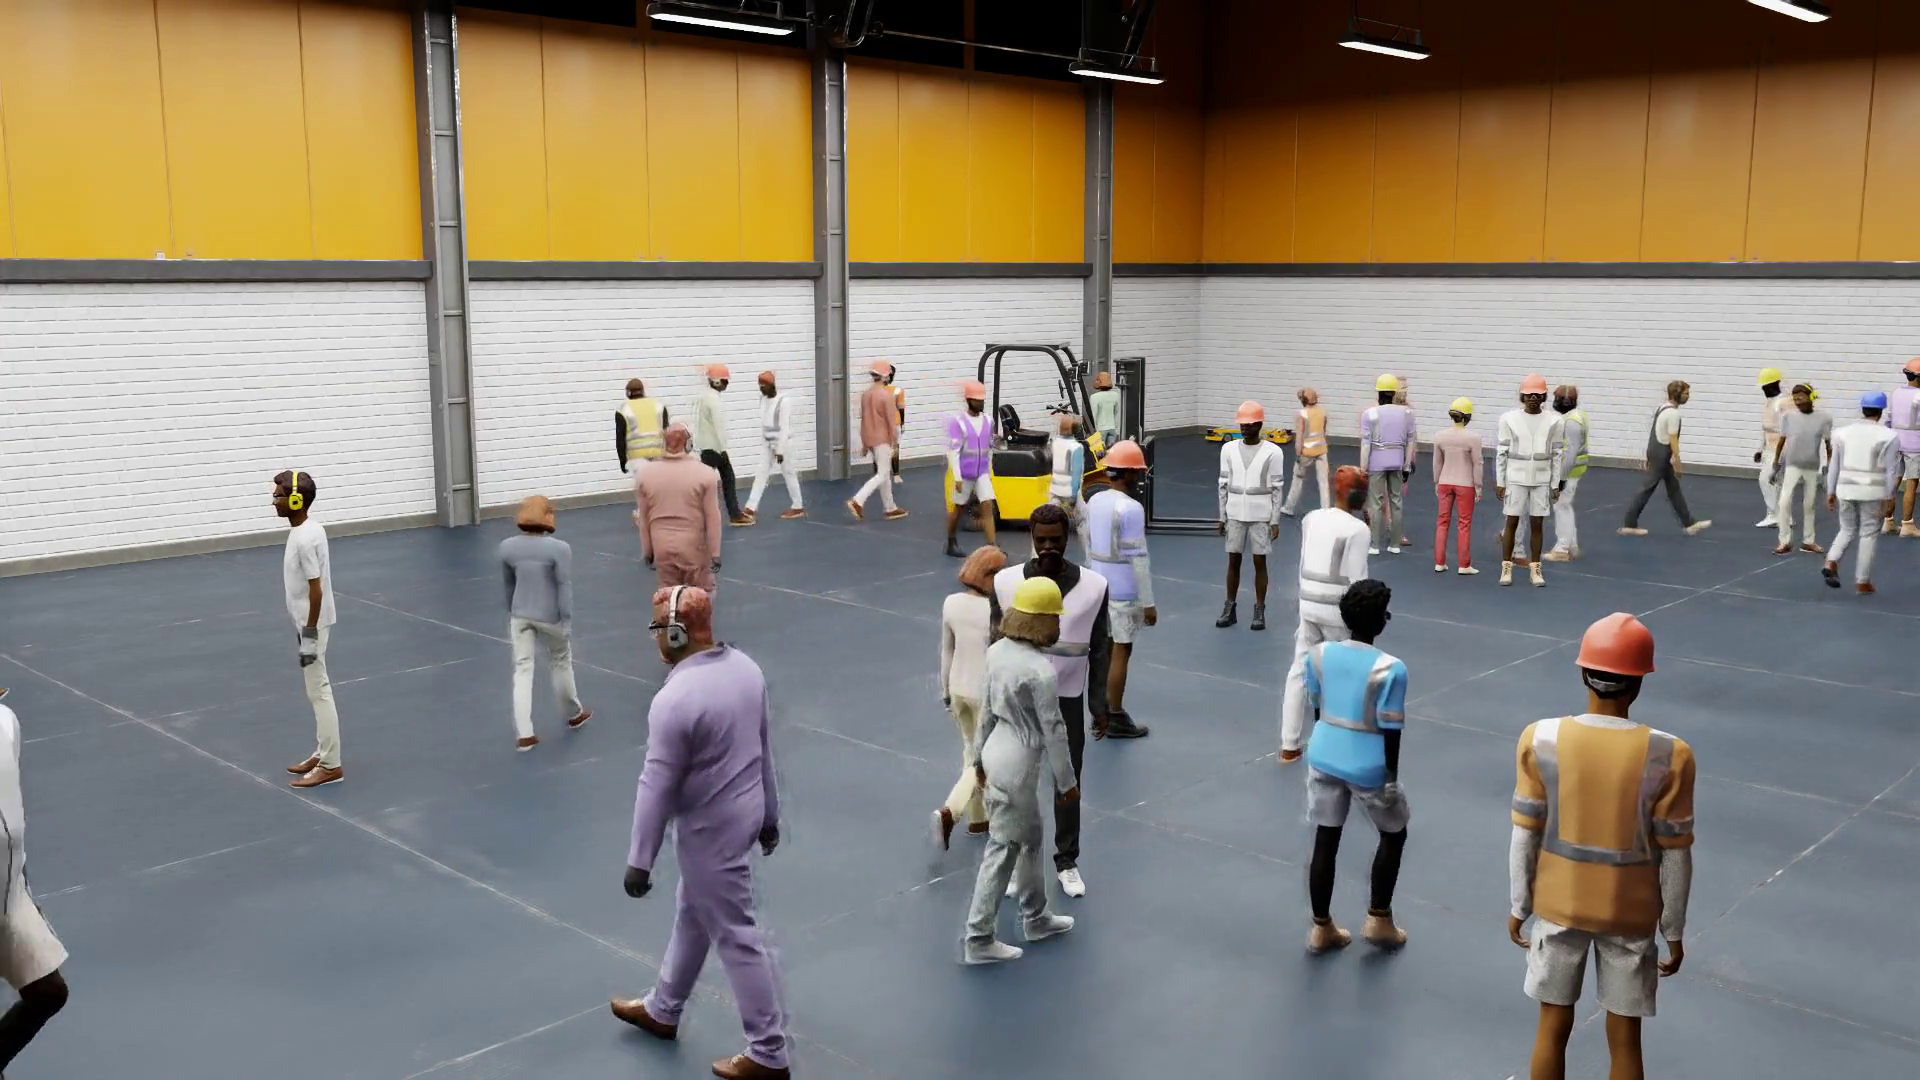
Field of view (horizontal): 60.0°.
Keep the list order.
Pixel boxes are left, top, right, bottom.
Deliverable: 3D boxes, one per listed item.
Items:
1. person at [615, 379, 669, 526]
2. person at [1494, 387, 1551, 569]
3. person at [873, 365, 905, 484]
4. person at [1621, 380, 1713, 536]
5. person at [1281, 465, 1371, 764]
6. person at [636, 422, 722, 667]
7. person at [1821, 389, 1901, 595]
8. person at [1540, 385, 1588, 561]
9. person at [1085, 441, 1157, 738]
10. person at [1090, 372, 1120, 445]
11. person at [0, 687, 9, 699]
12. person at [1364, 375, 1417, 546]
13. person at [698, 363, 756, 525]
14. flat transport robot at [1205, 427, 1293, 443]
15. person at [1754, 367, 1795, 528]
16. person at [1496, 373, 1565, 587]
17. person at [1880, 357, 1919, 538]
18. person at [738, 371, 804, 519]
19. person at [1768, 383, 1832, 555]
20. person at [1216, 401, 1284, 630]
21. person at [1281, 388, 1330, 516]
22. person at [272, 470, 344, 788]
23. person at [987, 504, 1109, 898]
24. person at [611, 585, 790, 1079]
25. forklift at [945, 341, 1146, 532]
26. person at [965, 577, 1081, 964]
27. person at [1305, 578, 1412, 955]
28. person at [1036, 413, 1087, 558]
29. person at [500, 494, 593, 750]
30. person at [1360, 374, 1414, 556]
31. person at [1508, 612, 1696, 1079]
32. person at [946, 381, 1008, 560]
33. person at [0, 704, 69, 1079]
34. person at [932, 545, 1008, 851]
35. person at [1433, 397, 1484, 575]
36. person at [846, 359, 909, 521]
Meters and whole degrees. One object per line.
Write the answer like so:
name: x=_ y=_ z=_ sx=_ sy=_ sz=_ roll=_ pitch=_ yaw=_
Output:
person: x=-3.648 y=-0.967 z=19.199 sx=0.697 sy=1.763 sz=0.994 roll=-7 pitch=11 yaw=-35
person: x=5.739 y=-0.672 z=16.935 sx=0.673 sy=1.918 sz=0.544 roll=-6 pitch=11 yaw=-34
person: x=-1.019 y=-1.631 z=23.511 sx=0.529 sy=1.690 sz=0.320 roll=3 pitch=10 yaw=16
person: x=8.008 y=-0.908 z=18.767 sx=1.003 sy=1.783 sz=0.523 roll=2 pitch=10 yaw=13
person: x=2.273 y=0.468 z=10.181 sx=0.653 sy=1.856 sz=0.594 roll=-6 pitch=11 yaw=-32
person: x=-2.104 y=0.059 z=12.503 sx=0.666 sy=1.891 sz=0.482 roll=2 pitch=9 yaw=11
person: x=8.370 y=-0.436 z=15.457 sx=0.574 sy=1.930 sz=0.602 roll=-6 pitch=11 yaw=-32
person: x=6.288 y=-0.688 z=17.314 sx=0.431 sy=1.832 sz=0.656 roll=3 pitch=10 yaw=17
person: x=1.058 y=0.320 z=10.806 sx=0.412 sy=1.928 sz=0.570 roll=-5 pitch=11 yaw=-28
person: x=1.963 y=-1.479 z=22.741 sx=0.497 sy=1.633 sz=0.284 roll=-7 pitch=11 yaw=-35
person: x=-6.890 y=0.348 z=10.980 sx=0.947 sy=1.813 sz=0.522 roll=-6 pitch=11 yaw=-31
person: x=4.785 y=-0.908 z=18.491 sx=0.655 sy=1.881 sz=0.822 roll=-6 pitch=11 yaw=-31
person: x=-2.952 y=-1.095 z=19.449 sx=1.001 sy=1.955 sz=0.607 roll=-2 pitch=9 yaw=-11
flat transport robot: x=5.087 y=-1.861 z=29.247 sx=1.431 sy=0.197 sz=0.652 roll=3 pitch=10 yaw=20
person: x=9.532 y=-1.073 z=19.479 sx=0.606 sy=1.878 sz=0.617 roll=1 pitch=9 yaw=8
person: x=5.438 y=-0.568 z=15.899 sx=0.607 sy=2.044 sz=0.375 roll=2 pitch=9 yaw=10
person: x=10.781 y=-1.051 z=18.862 sx=0.387 sy=2.041 sz=0.615 roll=-3 pitch=10 yaw=-16
person: x=-2.284 y=-1.128 z=20.025 sx=0.654 sy=1.813 sz=1.013 roll=9 pitch=13 yaw=44
person: x=8.921 y=-0.738 z=17.601 sx=0.626 sy=1.826 sz=0.623 roll=5 pitch=10 yaw=27
person: x=2.432 y=-0.206 z=14.002 sx=0.547 sy=1.939 sz=0.376 roll=4 pitch=10 yaw=26
person: x=4.208 y=-1.040 z=20.116 sx=0.542 sy=1.591 sz=0.836 roll=-5 pitch=10 yaw=-26
person: x=-3.840 y=0.520 z=9.769 sx=0.334 sy=1.869 sz=0.521 roll=-3 pitch=10 yaw=-20
person: x=0.425 y=0.772 z=8.067 sx=0.588 sy=1.920 sz=0.392 roll=0 pitch=9 yaw=0
person: x=-1.035 y=1.094 z=6.271 sx=0.949 sy=1.857 sz=0.662 roll=3 pitch=10 yaw=17
forklift: x=0.977 y=-1.223 z=19.452 sx=2.313 sy=2.155 sz=1.214 roll=2 pitch=9 yaw=11
person: x=0.330 y=1.002 z=7.270 sx=0.734 sy=1.708 sz=0.506 roll=-4 pitch=10 yaw=-23
person: x=1.775 y=0.997 z=7.380 sx=0.561 sy=1.676 sz=0.534 roll=-9 pitch=13 yaw=-43
person: x=1.102 y=-0.476 z=16.714 sx=0.874 sy=1.592 sz=0.518 roll=-7 pitch=11 yaw=-35
person: x=-2.677 y=0.500 z=10.701 sx=0.515 sy=1.592 sz=0.813 roll=2 pitch=9 yaw=12
person: x=4.501 y=-0.793 z=17.628 sx=0.587 sy=1.930 sz=0.360 roll=-2 pitch=9 yaw=-12
person: x=2.082 y=1.192 z=5.434 sx=0.553 sy=1.935 sz=0.362 roll=5 pitch=10 yaw=26
person: x=0.140 y=-0.706 z=17.246 sx=0.573 sy=1.879 sz=1.014 roll=-5 pitch=11 yaw=-29
person: x=-3.223 y=1.186 z=5.435 sx=0.425 sy=1.947 sz=0.632 roll=2 pitch=9 yaw=9
person: x=0.056 y=0.827 z=8.688 sx=0.524 sy=1.605 sz=0.634 roll=8 pitch=12 yaw=41
person: x=4.949 y=-0.532 z=16.531 sx=0.525 sy=1.769 sz=0.312 roll=9 pitch=13 yaw=43
person: x=-1.009 y=-1.188 z=19.954 sx=0.858 sy=1.971 sz=0.624 roll=-6 pitch=11 yaw=-34
